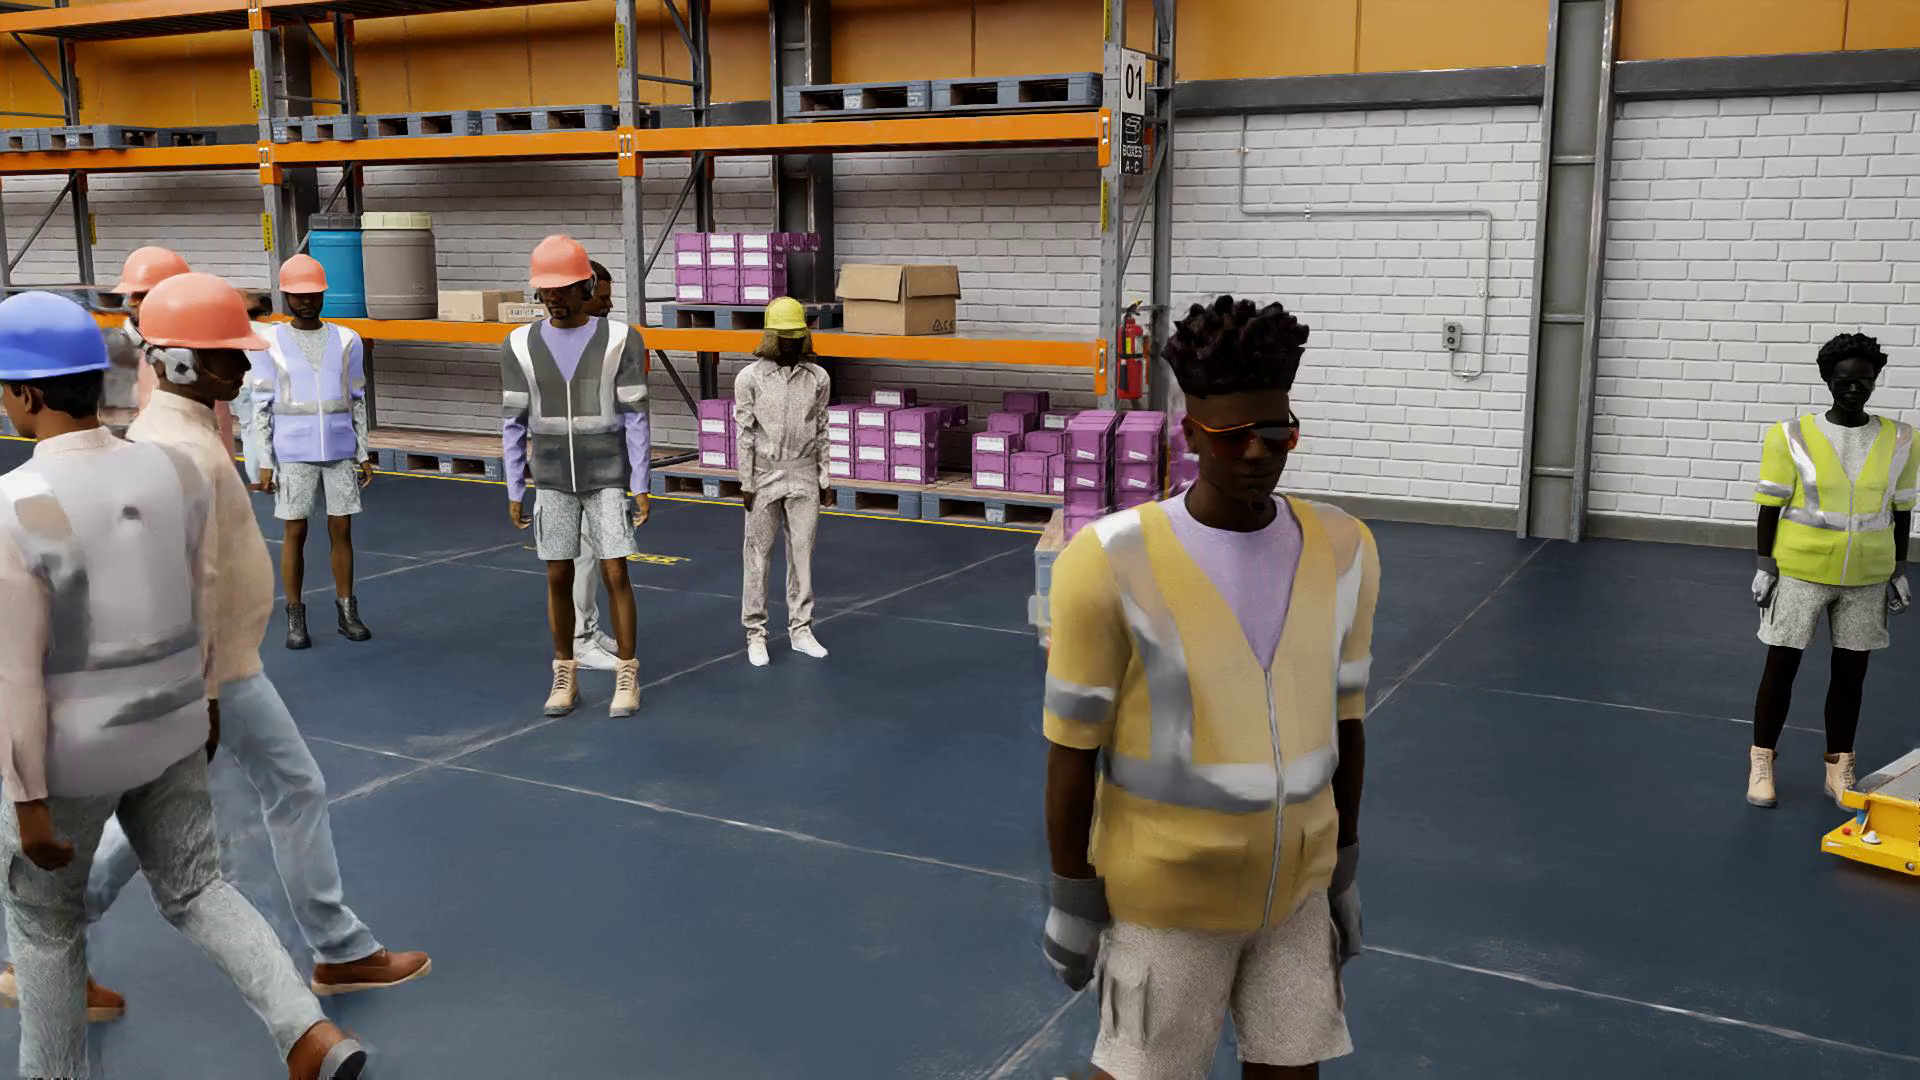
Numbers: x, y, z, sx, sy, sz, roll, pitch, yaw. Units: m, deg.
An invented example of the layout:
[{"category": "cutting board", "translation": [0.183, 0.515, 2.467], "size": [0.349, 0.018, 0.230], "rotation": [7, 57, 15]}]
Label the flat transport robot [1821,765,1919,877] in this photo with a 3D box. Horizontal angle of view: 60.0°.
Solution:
[{"category": "flat transport robot", "translation": [3.525, 0.882, 5.589], "size": [1.431, 0.197, 0.652], "rotation": [-9, 14, -41]}]

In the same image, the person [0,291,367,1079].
[{"category": "person", "translation": [-1.778, 0.429, 3.585], "size": [0.870, 1.918, 0.610], "rotation": [4, 11, 23]}]

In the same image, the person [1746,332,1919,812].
[{"category": "person", "translation": [3.063, 0.121, 5.853], "size": [0.540, 1.695, 0.317], "rotation": [2, 11, 11]}]

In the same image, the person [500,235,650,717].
[{"category": "person", "translation": [-1.613, -0.251, 6.994], "size": [0.611, 2.029, 0.409], "rotation": [0, 10, -2]}]

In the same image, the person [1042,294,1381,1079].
[{"category": "person", "translation": [0.400, 0.542, 2.889], "size": [0.607, 1.940, 0.755], "rotation": [-4, 11, -22]}]

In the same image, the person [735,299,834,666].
[{"category": "person", "translation": [-0.823, -0.274, 7.916], "size": [0.485, 1.734, 0.321], "rotation": [-6, 12, -28]}]

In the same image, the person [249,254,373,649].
[{"category": "person", "translation": [-3.189, -0.435, 8.236], "size": [0.551, 1.936, 0.357], "rotation": [-7, 13, -34]}]

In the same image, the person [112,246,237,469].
[{"category": "person", "translation": [-3.224, -0.212, 6.900], "size": [0.611, 1.985, 0.415], "rotation": [10, 14, 43]}]

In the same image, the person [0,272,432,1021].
[{"category": "person", "translation": [-1.978, 0.293, 4.252], "size": [1.015, 1.948, 0.617], "rotation": [-6, 12, -31]}]
